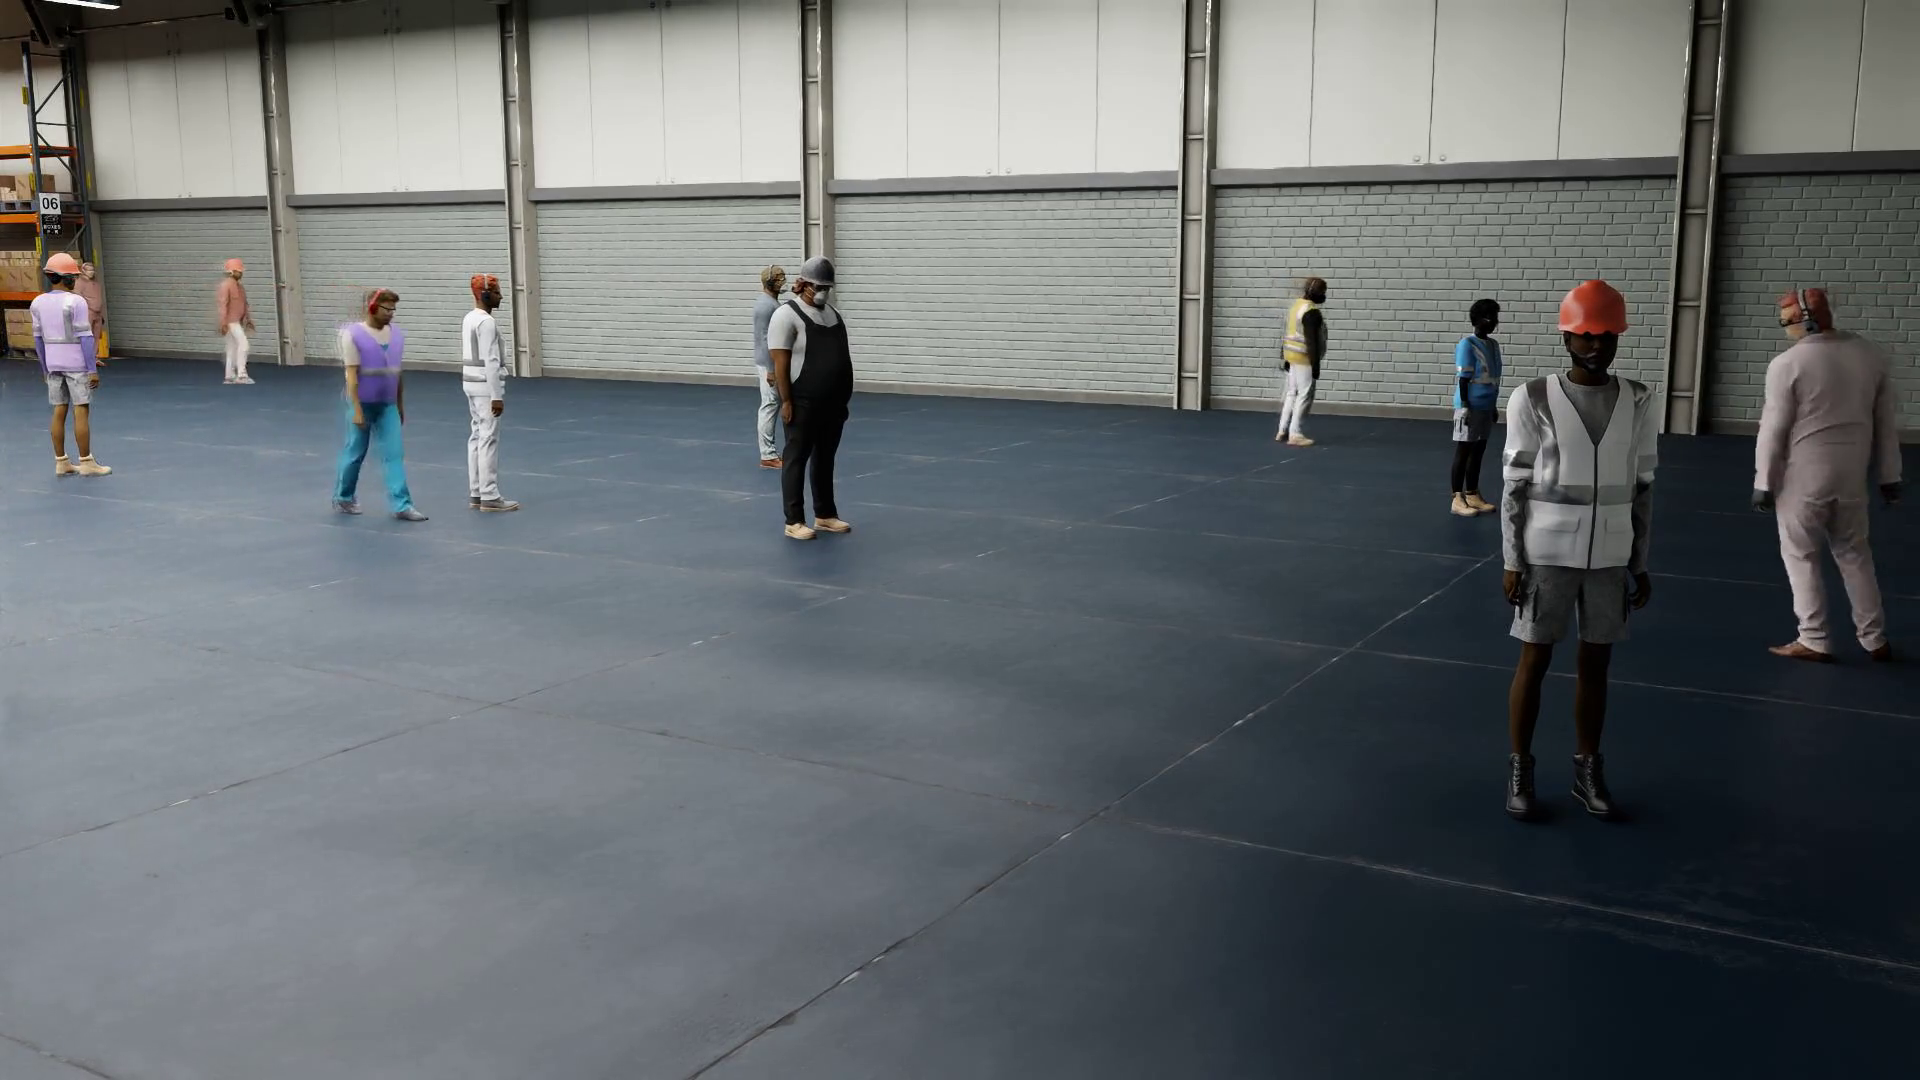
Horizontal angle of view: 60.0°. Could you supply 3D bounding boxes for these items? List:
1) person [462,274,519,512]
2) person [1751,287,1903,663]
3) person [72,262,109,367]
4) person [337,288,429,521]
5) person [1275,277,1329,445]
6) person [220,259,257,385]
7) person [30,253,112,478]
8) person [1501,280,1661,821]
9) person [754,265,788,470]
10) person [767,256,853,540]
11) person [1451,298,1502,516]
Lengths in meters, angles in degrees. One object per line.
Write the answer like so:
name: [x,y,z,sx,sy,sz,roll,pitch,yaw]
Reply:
person: [-3.770,-1.168,13.239,0.342,1.882,0.579,-6,11,-31]
person: [4.314,-0.316,8.297,0.725,1.870,0.474,-2,10,-10]
person: [-15.789,-4.081,30.234,0.400,1.905,0.644,2,10,9]
person: [-4.529,-1.042,12.834,0.963,1.797,0.573,7,12,34]
person: [3.692,-1.912,17.850,0.473,1.802,0.727,-1,10,-3]
person: [-11.353,-3.430,26.243,0.726,1.968,0.637,-1,10,-3]
person: [-8.152,-1.588,15.232,0.605,2.044,0.374,3,10,15]
person: [2.212,0.050,5.949,0.546,1.938,0.360,0,10,1]
person: [-1.781,-1.642,15.849,0.358,1.938,0.636,0,10,-1]
person: [-1.018,-1.036,12.006,0.536,2.000,0.674,8,12,38]
person: [4.053,-1.040,13.035,0.318,1.696,0.533,9,13,43]
